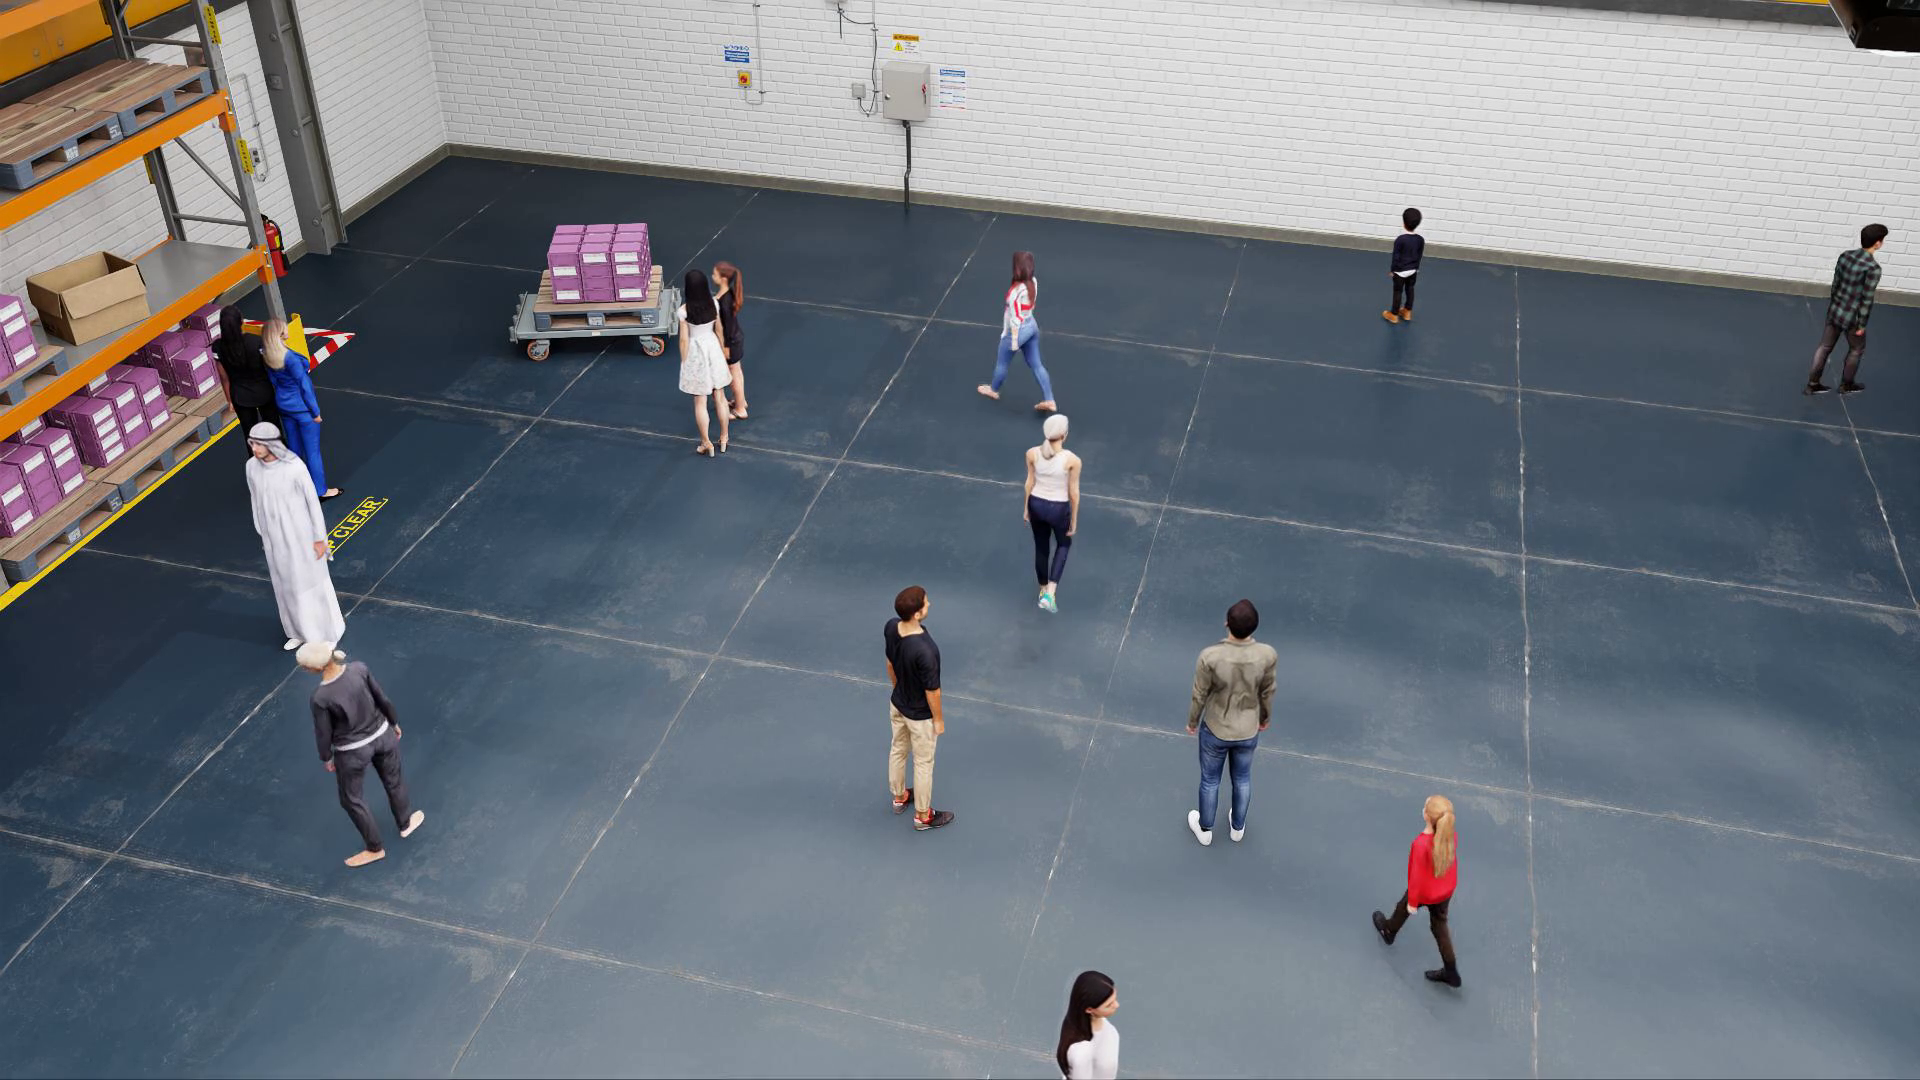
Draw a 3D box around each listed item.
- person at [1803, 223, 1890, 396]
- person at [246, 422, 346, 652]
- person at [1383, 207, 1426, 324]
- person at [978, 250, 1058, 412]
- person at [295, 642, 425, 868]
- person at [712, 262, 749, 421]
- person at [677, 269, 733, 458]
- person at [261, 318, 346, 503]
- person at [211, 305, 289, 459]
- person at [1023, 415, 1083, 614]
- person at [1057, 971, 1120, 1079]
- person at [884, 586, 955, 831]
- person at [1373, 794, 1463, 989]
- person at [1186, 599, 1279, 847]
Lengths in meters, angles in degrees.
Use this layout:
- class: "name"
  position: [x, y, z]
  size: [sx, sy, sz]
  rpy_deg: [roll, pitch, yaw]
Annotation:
- class: "person"
  position: [8.126, -2.090, 15.299]
  size: [0.959, 1.706, 0.932]
  rpy_deg: [-12, 35, -17]
- class: "person"
  position: [-4.920, -0.028, 12.263]
  size: [0.698, 1.925, 0.619]
  rpy_deg: [7, 34, 10]
- class: "person"
  position: [4.591, -2.828, 17.110]
  size: [0.576, 1.223, 0.609]
  rpy_deg: [-11, 35, -15]
- class: "person"
  position: [0.640, -1.887, 15.381]
  size: [0.924, 1.570, 1.113]
  rpy_deg: [21, 39, 28]
- class: "person"
  position: [-3.733, 1.260, 10.533]
  size: [0.714, 1.695, 0.891]
  rpy_deg: [-19, 38, -26]
- class: "person"
  position: [-2.118, -1.855, 15.346]
  size: [0.656, 1.555, 0.549]
  rpy_deg: [0, 34, 0]
- class: "person"
  position: [-2.271, -1.568, 14.716]
  size: [0.771, 1.774, 0.835]
  rpy_deg: [-19, 38, -26]
- class: "person"
  position: [-5.624, -1.103, 14.082]
  size: [0.677, 1.701, 0.645]
  rpy_deg: [19, 38, 26]
- class: "person"
  position: [-6.044, -1.221, 14.235]
  size: [0.711, 1.728, 0.735]
  rpy_deg: [-8, 35, -12]
- class: "person"
  position: [0.665, -0.143, 12.648]
  size: [0.600, 1.690, 0.775]
  rpy_deg: [9, 35, 13]
- class: "person"
  position: [0.599, 2.762, 8.173]
  size: [0.685, 1.807, 0.468]
  rpy_deg: [6, 34, 8]
- class: "person"
  position: [-0.297, 1.068, 10.674]
  size: [0.722, 1.859, 0.706]
  rpy_deg: [-25, 41, -32]
- class: "person"
  position: [2.776, 2.082, 9.702]
  size: [0.905, 1.246, 0.962]
  rpy_deg: [-21, 39, -28]
- class: "person"
  position: [1.705, 1.172, 10.512]
  size: [0.783, 1.865, 0.727]
  rpy_deg: [-4, 34, -6]
